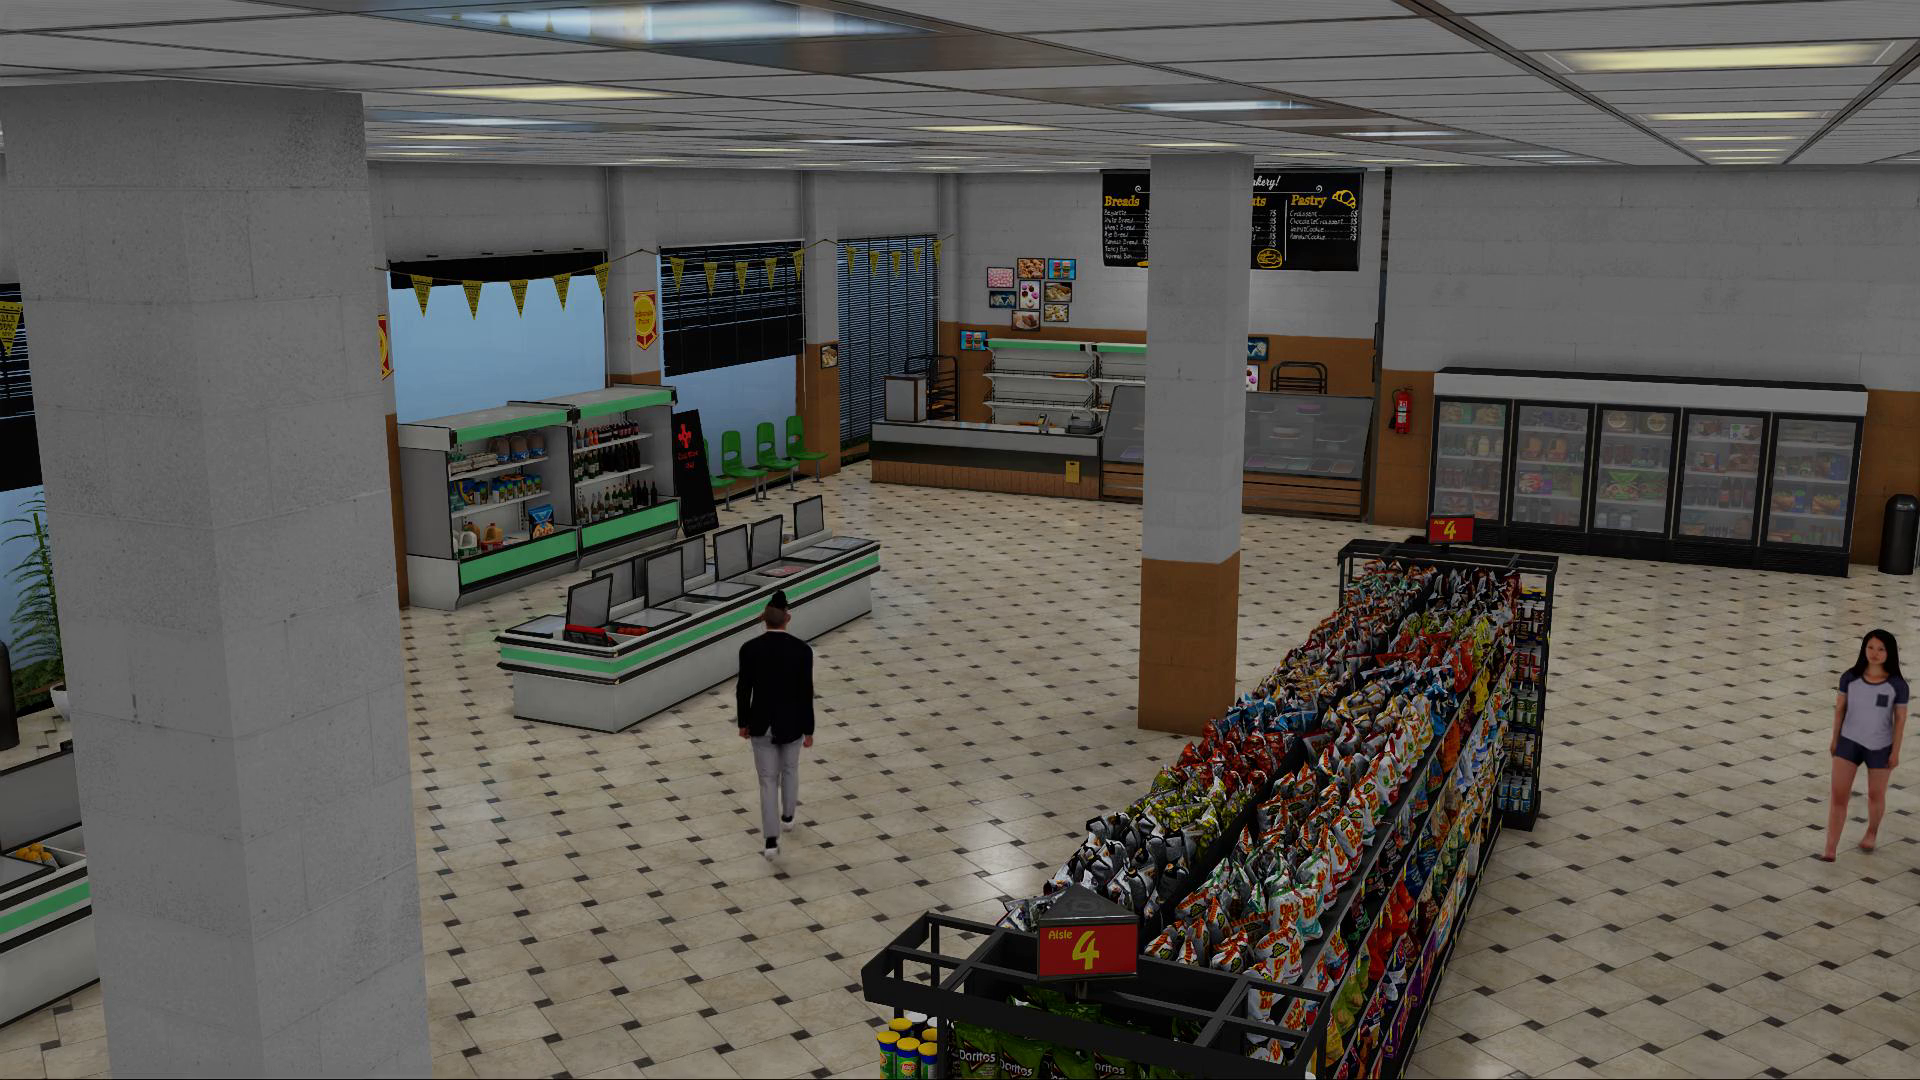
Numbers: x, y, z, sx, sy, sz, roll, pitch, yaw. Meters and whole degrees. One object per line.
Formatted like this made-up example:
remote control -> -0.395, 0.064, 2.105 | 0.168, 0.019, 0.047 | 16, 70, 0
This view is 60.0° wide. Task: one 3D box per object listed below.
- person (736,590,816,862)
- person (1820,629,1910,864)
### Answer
person -> -1.310, 1.335, 11.782 | 1.109, 1.906, 1.342 | -1, 12, -3
person -> 6.459, 1.459, 11.790 | 0.807, 1.658, 1.174 | 9, 15, 38
